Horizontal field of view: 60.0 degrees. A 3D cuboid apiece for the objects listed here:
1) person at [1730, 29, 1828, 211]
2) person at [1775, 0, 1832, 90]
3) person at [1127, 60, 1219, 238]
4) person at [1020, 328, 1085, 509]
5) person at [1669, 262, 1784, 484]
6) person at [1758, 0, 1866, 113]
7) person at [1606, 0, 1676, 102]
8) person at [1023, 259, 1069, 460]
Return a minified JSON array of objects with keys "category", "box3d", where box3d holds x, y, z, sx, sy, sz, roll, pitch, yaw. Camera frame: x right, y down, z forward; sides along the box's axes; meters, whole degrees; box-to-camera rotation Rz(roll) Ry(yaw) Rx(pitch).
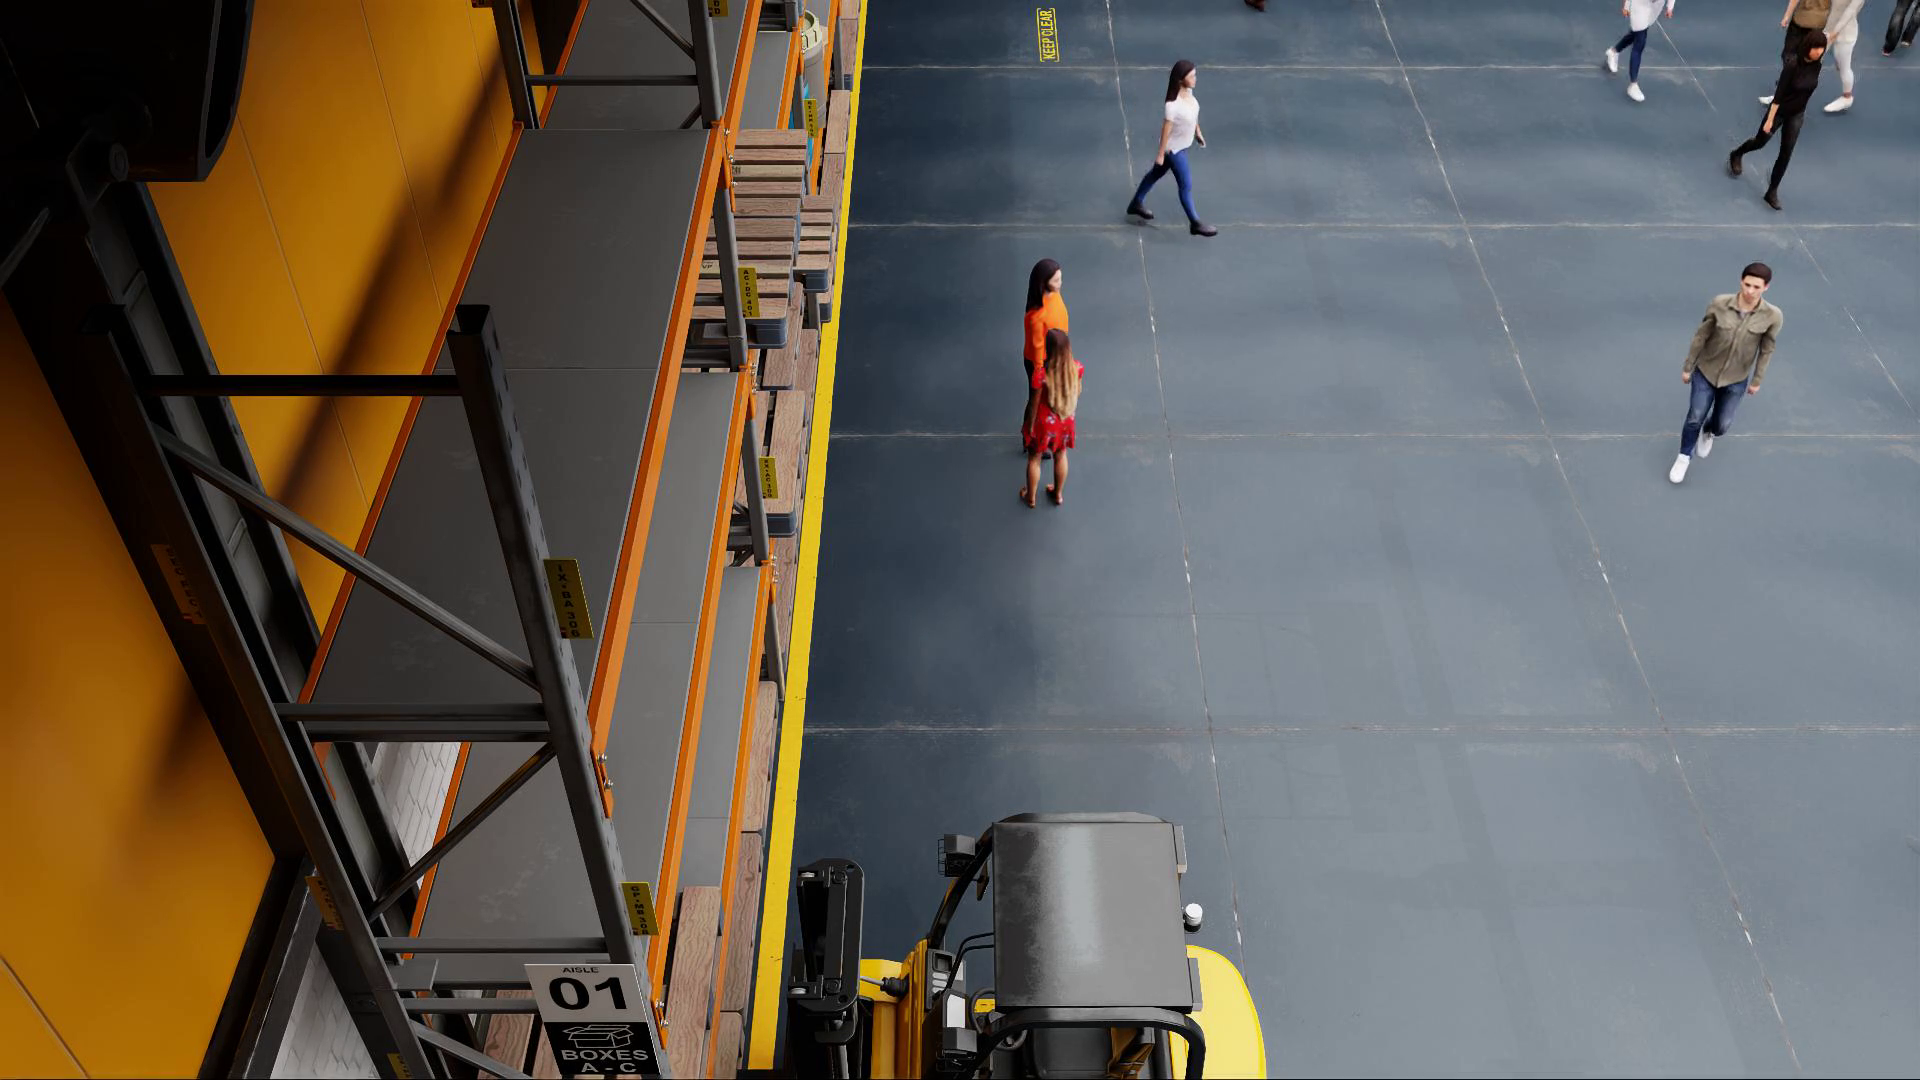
[{"category":"person","box3d":[7.463,-3.907,15.173,0.699,1.613,1.093,-7,44,-7]},{"category":"person","box3d":[8.324,-5.068,16.231,0.700,1.835,0.995,0,44,0]},{"category":"person","box3d":[1.803,-3.464,14.692,0.901,1.635,1.114,13,45,13]},{"category":"person","box3d":[0.698,-0.844,11.976,0.676,1.589,0.680,-14,45,-14]},{"category":"person","box3d":[5.625,-1.267,12.230,0.899,1.850,0.976,20,47,19]},{"category":"person","box3d":[8.622,-4.883,16.162,0.742,1.662,1.136,-4,44,-4]},{"category":"person","box3d":[6.827,-5.366,16.612,0.777,1.742,1.170,-8,44,-8]},{"category":"person","box3d":[0.603,-1.366,12.408,0.743,1.748,0.598,13,45,13]}]
